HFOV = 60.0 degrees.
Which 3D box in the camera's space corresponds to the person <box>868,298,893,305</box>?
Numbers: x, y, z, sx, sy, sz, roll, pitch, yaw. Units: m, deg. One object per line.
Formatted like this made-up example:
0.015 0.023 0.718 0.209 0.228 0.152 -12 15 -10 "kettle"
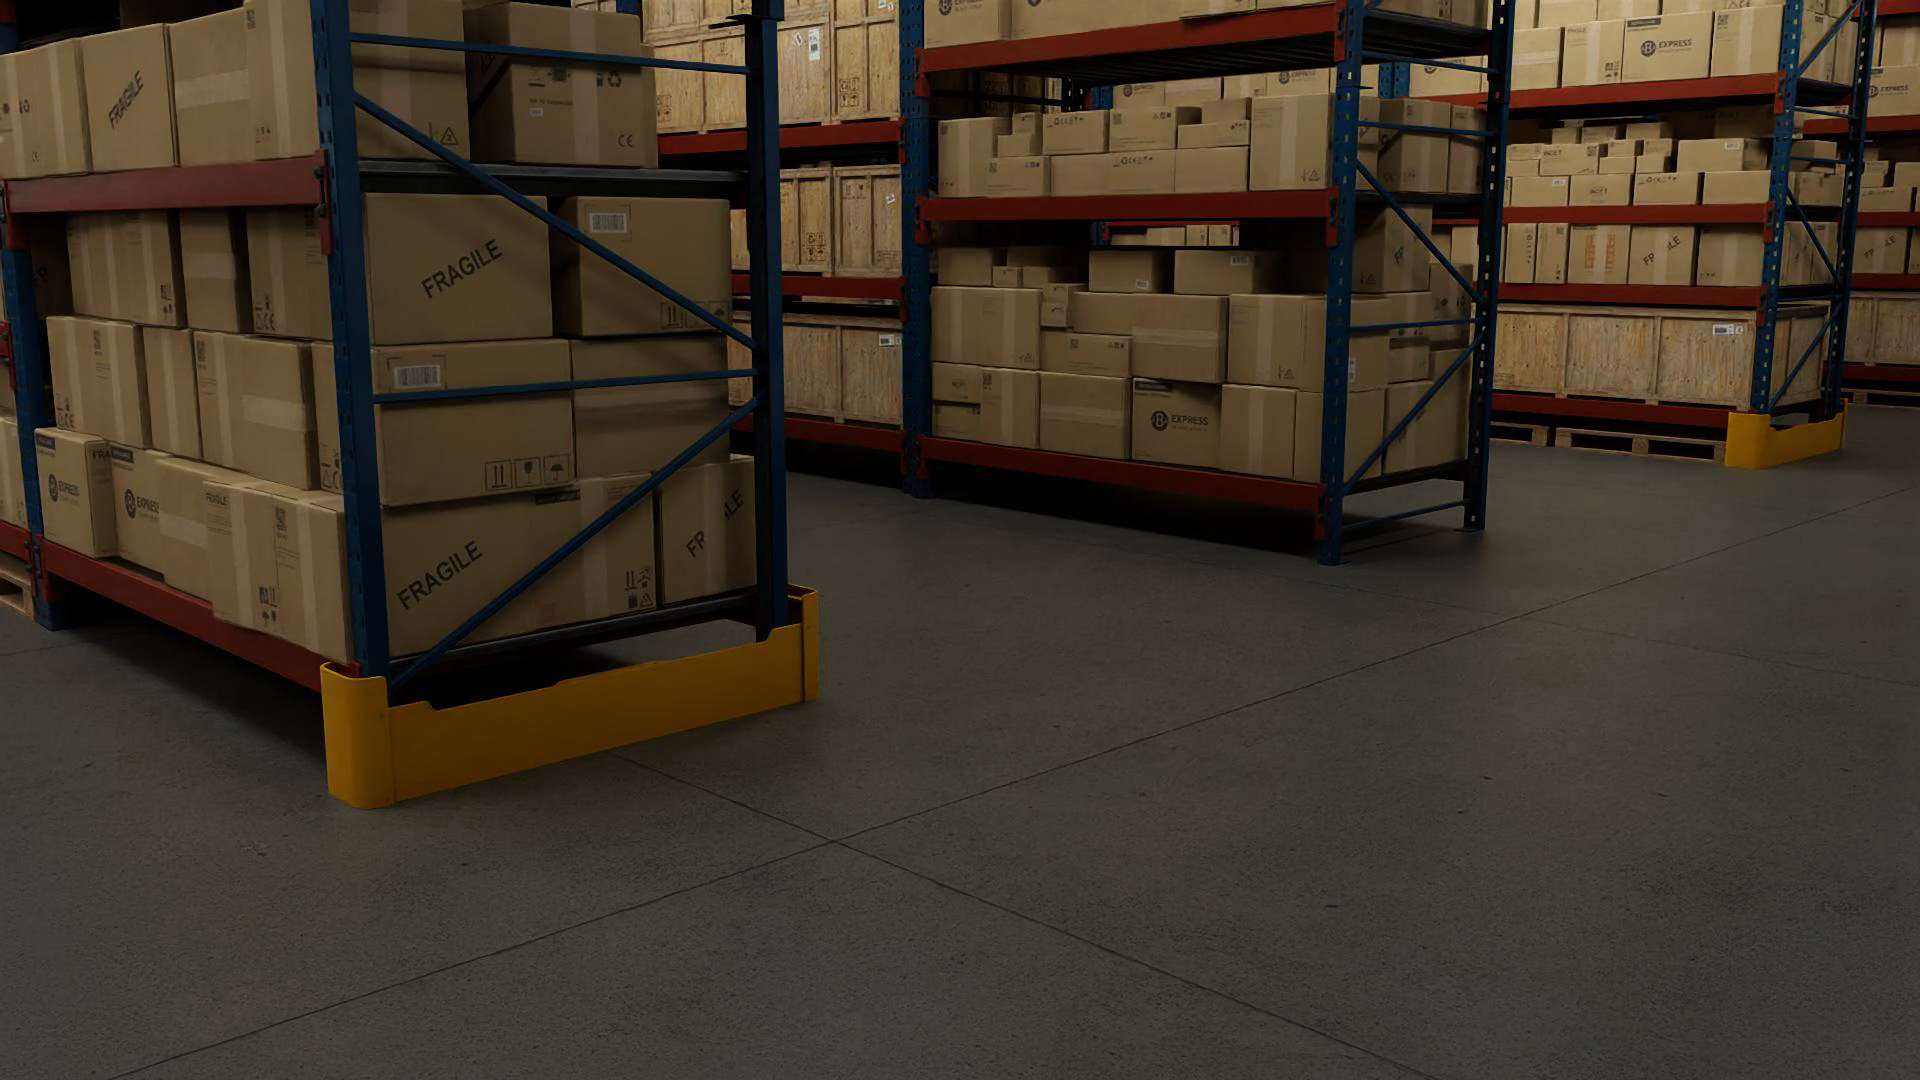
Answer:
-1.055 -2.794 21.659 0.364 1.939 0.542 4 11 19 "person"
